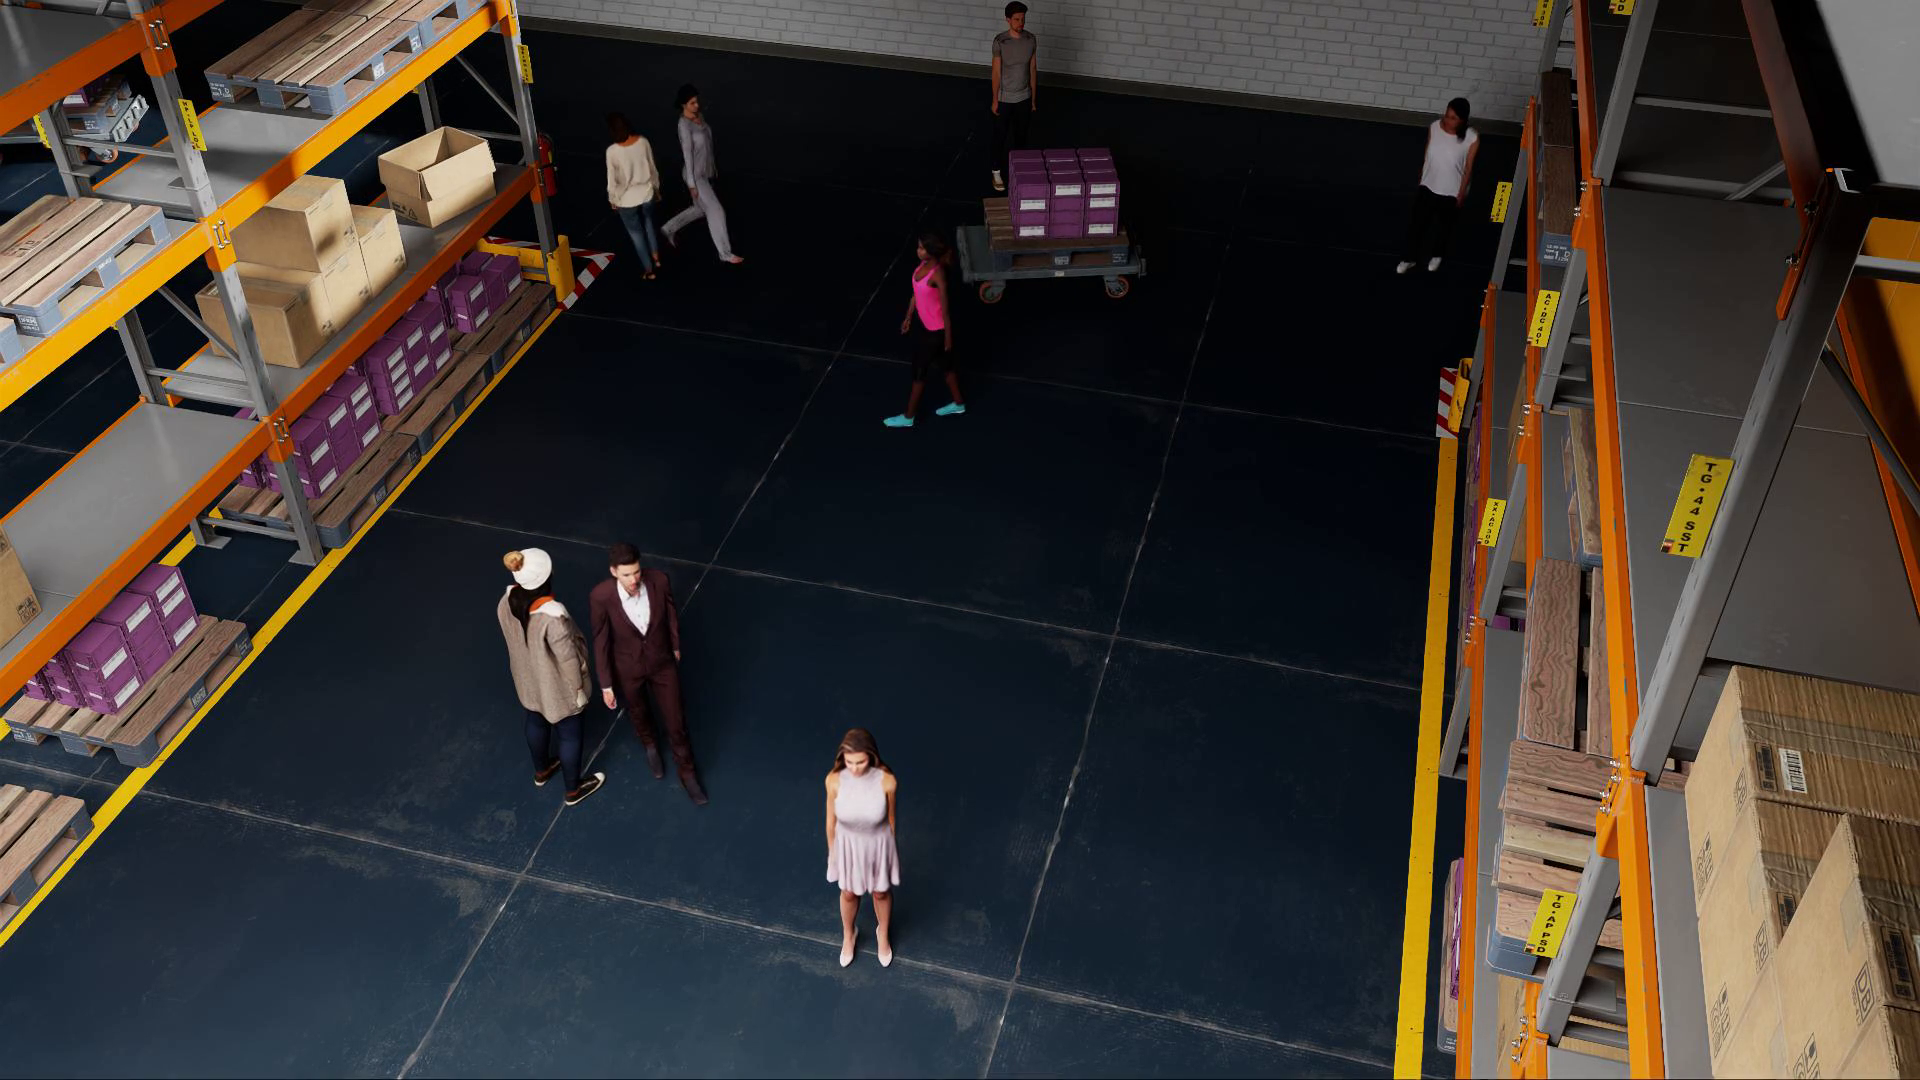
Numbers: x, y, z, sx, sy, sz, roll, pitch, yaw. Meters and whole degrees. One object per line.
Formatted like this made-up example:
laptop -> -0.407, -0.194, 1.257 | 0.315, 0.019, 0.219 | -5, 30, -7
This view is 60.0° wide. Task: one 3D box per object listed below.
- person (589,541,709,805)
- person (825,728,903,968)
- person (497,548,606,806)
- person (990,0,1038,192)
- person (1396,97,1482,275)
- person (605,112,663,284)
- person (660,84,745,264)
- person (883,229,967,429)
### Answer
person -> -1.938, 0.692, 10.030 | 1.000, 1.843, 1.096 | -14, 41, -16
person -> -0.516, 1.652, 8.887 | 0.618, 1.770, 0.642 | 1, 39, 1
person -> -2.468, 0.791, 9.868 | 0.773, 1.890, 0.781 | 23, 44, 26
person -> 0.511, -4.368, 16.325 | 0.716, 1.895, 0.733 | -11, 40, -14
person -> 4.423, -3.234, 15.082 | 0.806, 1.673, 0.891 | 24, 44, 27
person -> -2.855, -3.000, 14.802 | 0.751, 1.657, 0.820 | -21, 43, -24
person -> -2.451, -3.307, 15.119 | 0.717, 1.742, 0.981 | 4, 39, 5
person -> -0.117, -1.680, 13.117 | 0.912, 1.696, 0.965 | -9, 40, -11
